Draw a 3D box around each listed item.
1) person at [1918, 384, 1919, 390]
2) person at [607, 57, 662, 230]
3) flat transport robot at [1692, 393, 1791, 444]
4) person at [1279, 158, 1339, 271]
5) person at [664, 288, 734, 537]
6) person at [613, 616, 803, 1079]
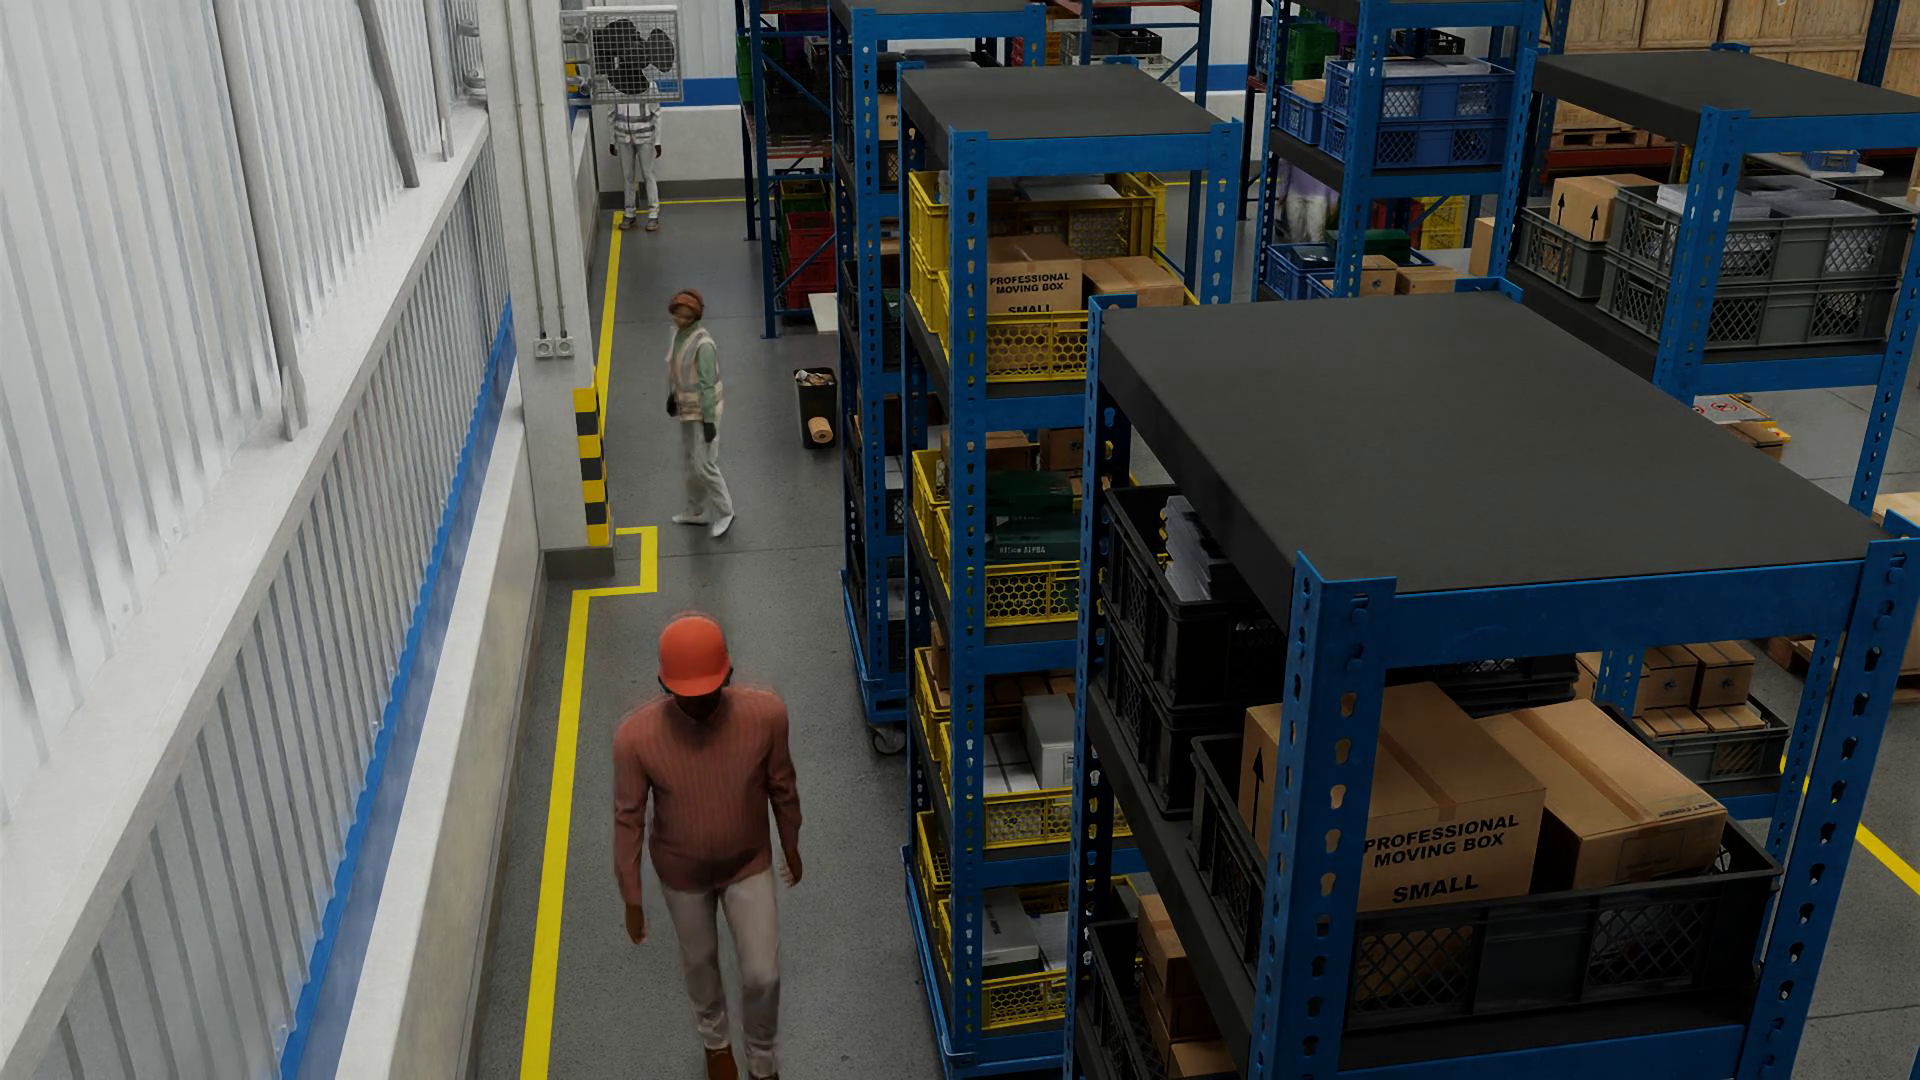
[{"bbox_3d":[7.786,-1.964,12.696,0.594,1.822,0.403,4,25,10],"label":"person"},{"bbox_3d":[-3.417,-4.204,17.487,0.586,1.882,0.341,5,25,10],"label":"person"},{"bbox_3d":[5.224,-0.859,12.132,1.431,0.197,0.652,-4,25,-8],"label":"flat transport robot"},{"bbox_3d":[3.184,-3.162,15.160,0.635,1.936,0.355,22,33,39],"label":"person"},{"bbox_3d":[-1.645,-0.801,10.401,0.349,1.629,0.645,-13,28,-27],"label":"person"},{"bbox_3d":[-0.850,1.160,5.713,0.662,1.971,0.668,-6,25,-12],"label":"person"}]
